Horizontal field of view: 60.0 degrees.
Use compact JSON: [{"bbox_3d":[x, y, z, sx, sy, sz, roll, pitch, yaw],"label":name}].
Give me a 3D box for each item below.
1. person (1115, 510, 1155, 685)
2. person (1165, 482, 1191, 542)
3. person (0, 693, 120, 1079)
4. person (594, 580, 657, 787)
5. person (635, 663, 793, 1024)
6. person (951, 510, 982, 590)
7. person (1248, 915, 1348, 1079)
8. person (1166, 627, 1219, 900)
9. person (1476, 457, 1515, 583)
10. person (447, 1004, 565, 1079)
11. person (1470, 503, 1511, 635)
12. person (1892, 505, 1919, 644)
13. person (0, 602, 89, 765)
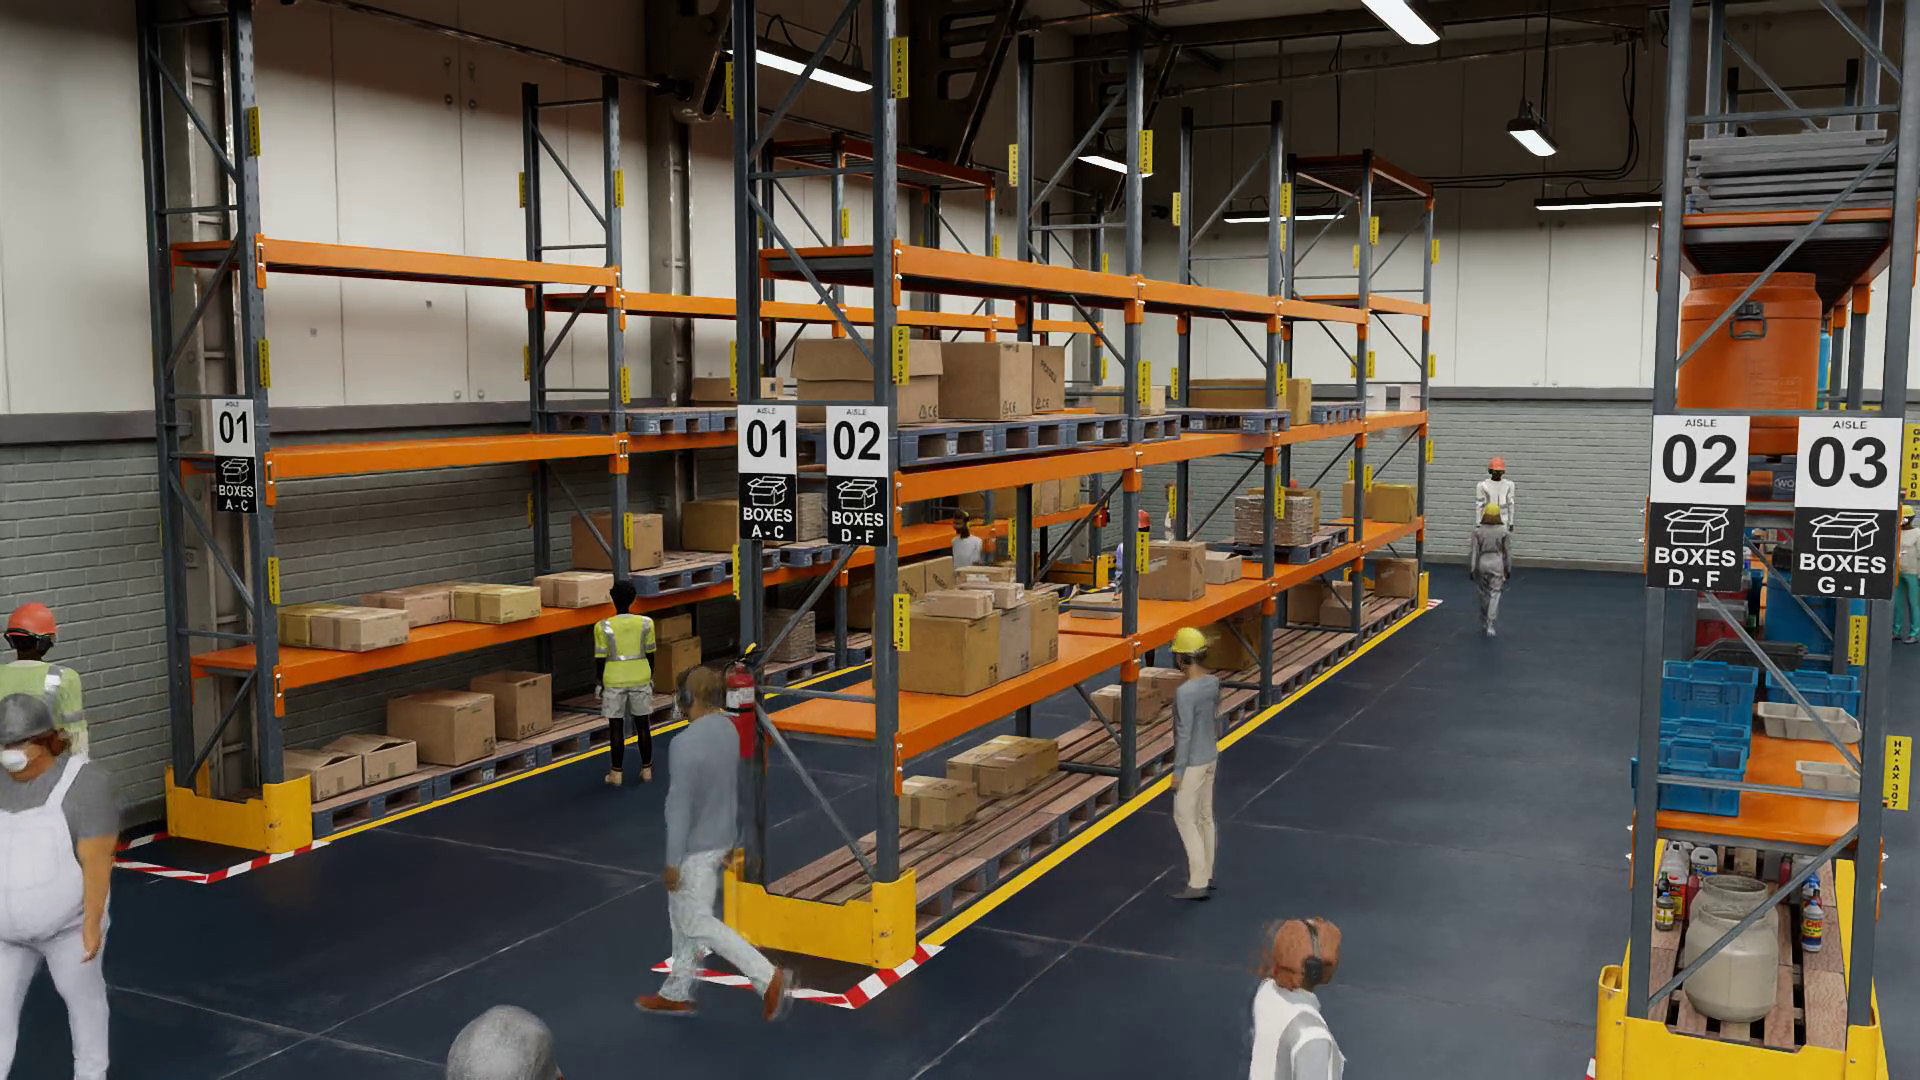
[{"bbox_3d":[1.912,0.645,17.714,0.542,1.938,0.358,1,6,14],"label":"person"},{"bbox_3d":[3.090,0.088,23.622,0.392,1.843,0.584,1,6,11],"label":"person"},{"bbox_3d":[-4.122,1.659,7.351,0.687,2.000,0.950,0,6,-4],"label":"person"},{"bbox_3d":[-2.754,1.176,13.697,0.530,1.697,0.321,-3,7,-29],"label":"person"},{"bbox_3d":[-1.286,1.594,8.680,0.863,1.901,0.656,1,6,12],"label":"person"},{"bbox_3d":[0.010,0.583,18.766,0.492,1.840,0.645,5,8,39],"label":"person"},{"bbox_3d":[1.063,2.052,5.614,0.751,1.605,0.519,-1,6,-11],"label":"person"},{"bbox_3d":[1.491,1.448,10.813,0.349,1.766,0.556,4,7,31],"label":"person"},{"bbox_3d":[8.547,-0.308,26.555,0.601,2.035,0.416,0,6,0],"label":"person"},{"bbox_3d":[-1.017,2.034,3.710,0.684,2.000,0.538,1,6,6],"label":"person"},{"bbox_3d":[6.883,0.368,21.577,0.495,1.695,0.926,3,6,23],"label":"person"},{"bbox_3d":[11.813,0.419,20.808,0.342,1.759,0.529,-3,7,-26],"label":"person"},{"bbox_3d":[-5.514,1.391,9.953,0.614,2.043,0.374,0,6,-5],"label":"person"}]
